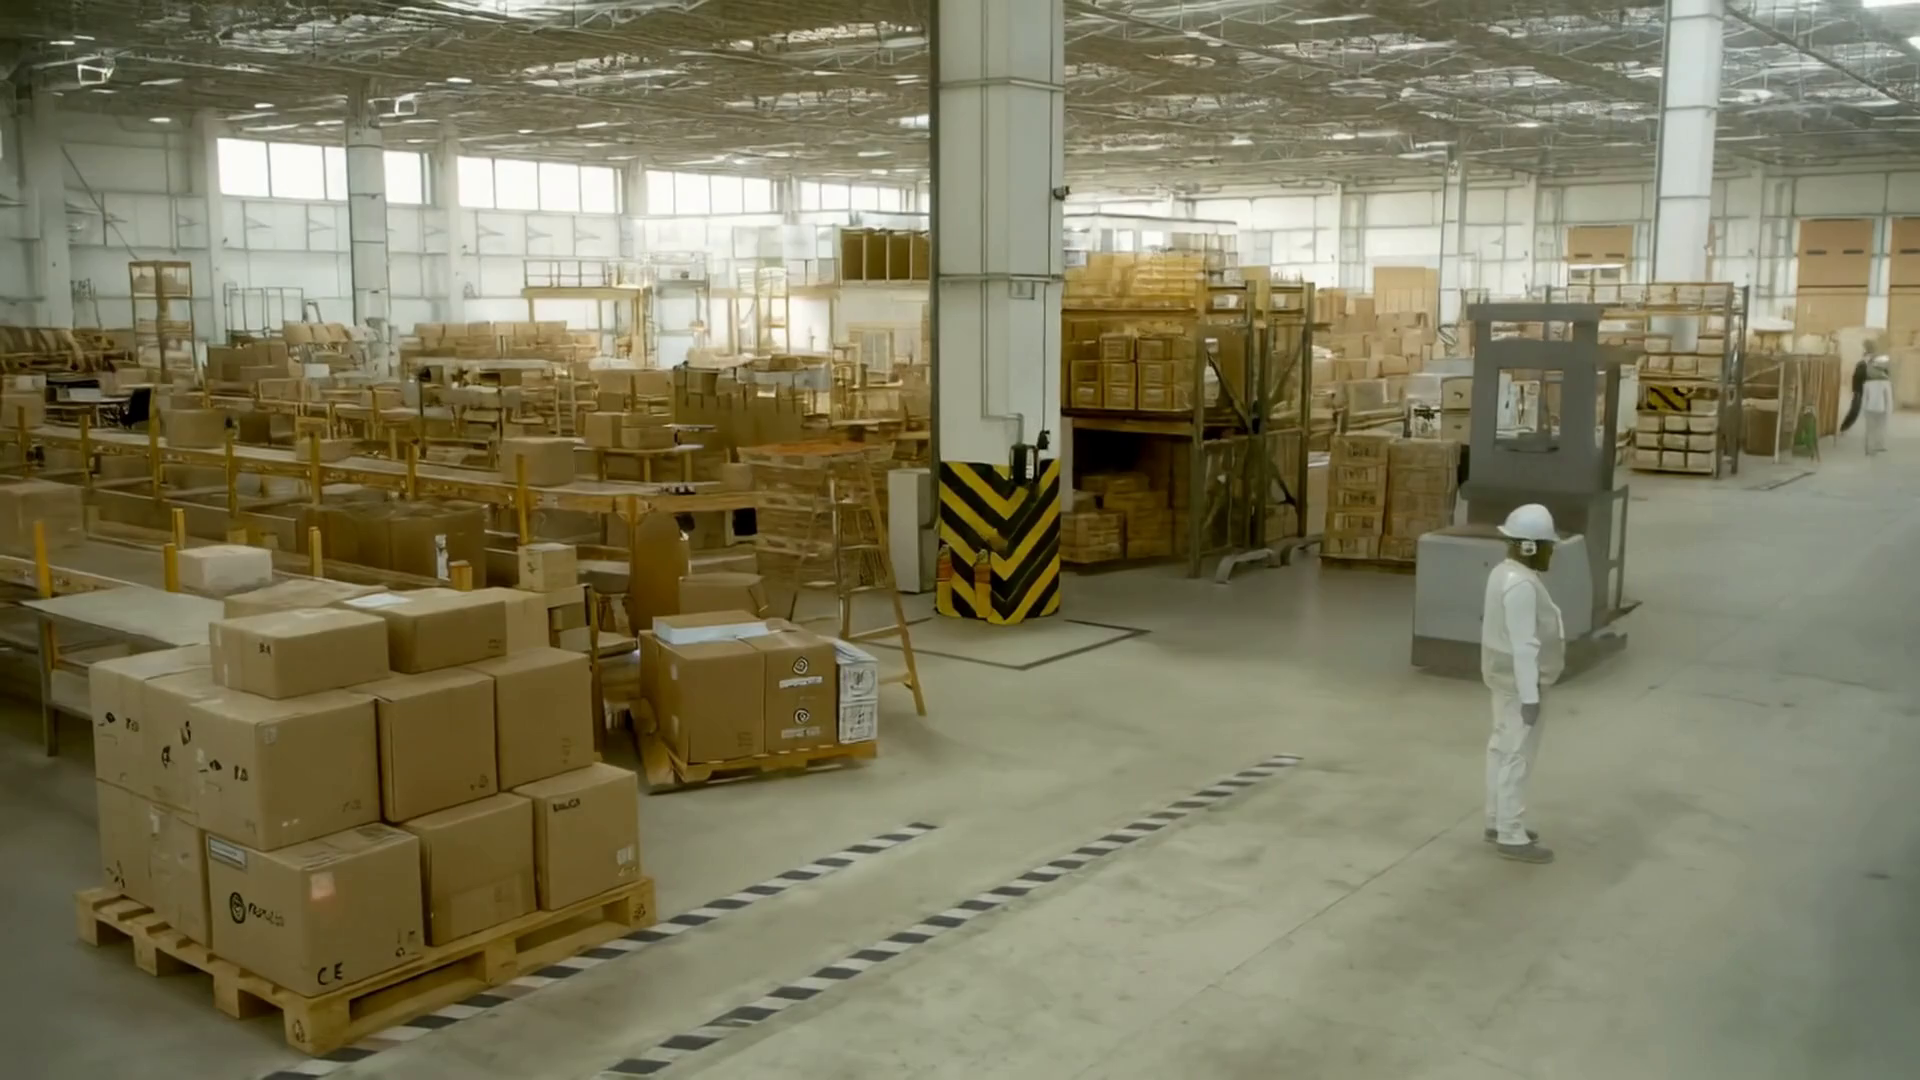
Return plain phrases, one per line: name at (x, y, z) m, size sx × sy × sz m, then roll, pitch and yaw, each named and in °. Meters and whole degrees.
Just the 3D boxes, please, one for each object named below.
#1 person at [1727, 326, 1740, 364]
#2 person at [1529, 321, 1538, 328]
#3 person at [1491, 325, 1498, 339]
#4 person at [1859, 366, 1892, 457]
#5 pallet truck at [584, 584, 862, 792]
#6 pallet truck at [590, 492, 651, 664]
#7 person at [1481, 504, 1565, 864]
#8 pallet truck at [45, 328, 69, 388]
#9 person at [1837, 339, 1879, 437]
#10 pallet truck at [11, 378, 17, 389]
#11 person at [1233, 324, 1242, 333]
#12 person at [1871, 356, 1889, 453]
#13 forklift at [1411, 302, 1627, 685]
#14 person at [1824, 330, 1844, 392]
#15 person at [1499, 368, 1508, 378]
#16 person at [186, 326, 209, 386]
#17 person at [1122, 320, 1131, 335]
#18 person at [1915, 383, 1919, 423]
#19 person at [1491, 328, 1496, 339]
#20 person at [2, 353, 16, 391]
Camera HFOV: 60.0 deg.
person at (26.521, -6.456, 57.105) m, size 0.631 × 1.792 × 0.984 m, roll 0°, pitch 8°, yaw -3°
person at (26.278, -9.321, 76.222) m, size 0.429 × 1.845 × 0.621 m, roll 1°, pitch 8°, yaw 4°
person at (17.219, -6.080, 54.229) m, size 0.569 × 1.878 × 1.008 m, roll 4°, pitch 9°, yaw 23°
person at (16.127, -2.260, 29.327) m, size 0.519 × 1.617 × 0.361 m, roll 6°, pitch 11°, yaw 37°
pallet truck at (-1.426, 0.805, 10.019) m, size 1.601 × 1.201 × 0.680 m, roll -4°, pitch 9°, yaw -26°
pallet truck at (-3.115, 0.344, 12.883) m, size 0.653 × 1.274 × 1.630 m, roll 7°, pitch 11°, yaw 37°
person at (2.884, 0.724, 8.536) m, size 0.404 × 1.832 × 0.589 m, roll 1°, pitch 9°, yaw 7°
pallet truck at (-23.775, -4.544, 43.495) m, size 1.885 × 1.965 × 0.823 m, roll 6°, pitch 10°, yaw 35°
person at (18.265, -3.094, 33.573) m, size 0.931 × 2.000 × 0.695 m, roll -1°, pitch 8°, yaw -6°
pallet truck at (-24.881, -4.417, 42.634) m, size 1.885 × 1.965 × 0.823 m, roll 8°, pitch 11°, yaw 41°
person at (8.717, -5.894, 52.854) m, size 0.553 × 1.918 × 0.558 m, roll 3°, pitch 9°, yaw 19°
person at (16.734, -2.464, 30.294) m, size 0.343 × 1.759 × 0.525 m, roll 3°, pitch 9°, yaw 19°
forklift at (4.379, -0.438, 12.852) m, size 1.129 × 2.768 × 1.873 m, roll 7°, pitch 11°, yaw 37°
person at (25.654, -5.238, 48.709) m, size 0.534 × 1.846 × 0.504 m, roll -1°, pitch 8°, yaw -4°
person at (12.970, -3.886, 40.062) m, size 0.537 × 1.695 × 0.321 m, roll -2°, pitch 9°, yaw -13°
person at (-23.532, -5.664, 51.358) m, size 0.652 × 1.904 × 0.403 m, roll -4°, pitch 9°, yaw -25°
person at (6.628, -7.824, 66.205) m, size 1.008 × 1.829 × 0.582 m, roll -3°, pitch 9°, yaw -18°
person at (16.297, -2.101, 27.846) m, size 0.540 × 1.744 × 0.367 m, roll 6°, pitch 11°, yaw 36°
person at (13.794, -4.542, 43.523) m, size 0.409 × 1.982 × 0.612 m, roll 2°, pitch 9°, yaw 11°
person at (-19.770, -3.192, 34.254) m, size 0.633 × 2.032 × 0.420 m, roll -1°, pitch 9°, yaw -8°
